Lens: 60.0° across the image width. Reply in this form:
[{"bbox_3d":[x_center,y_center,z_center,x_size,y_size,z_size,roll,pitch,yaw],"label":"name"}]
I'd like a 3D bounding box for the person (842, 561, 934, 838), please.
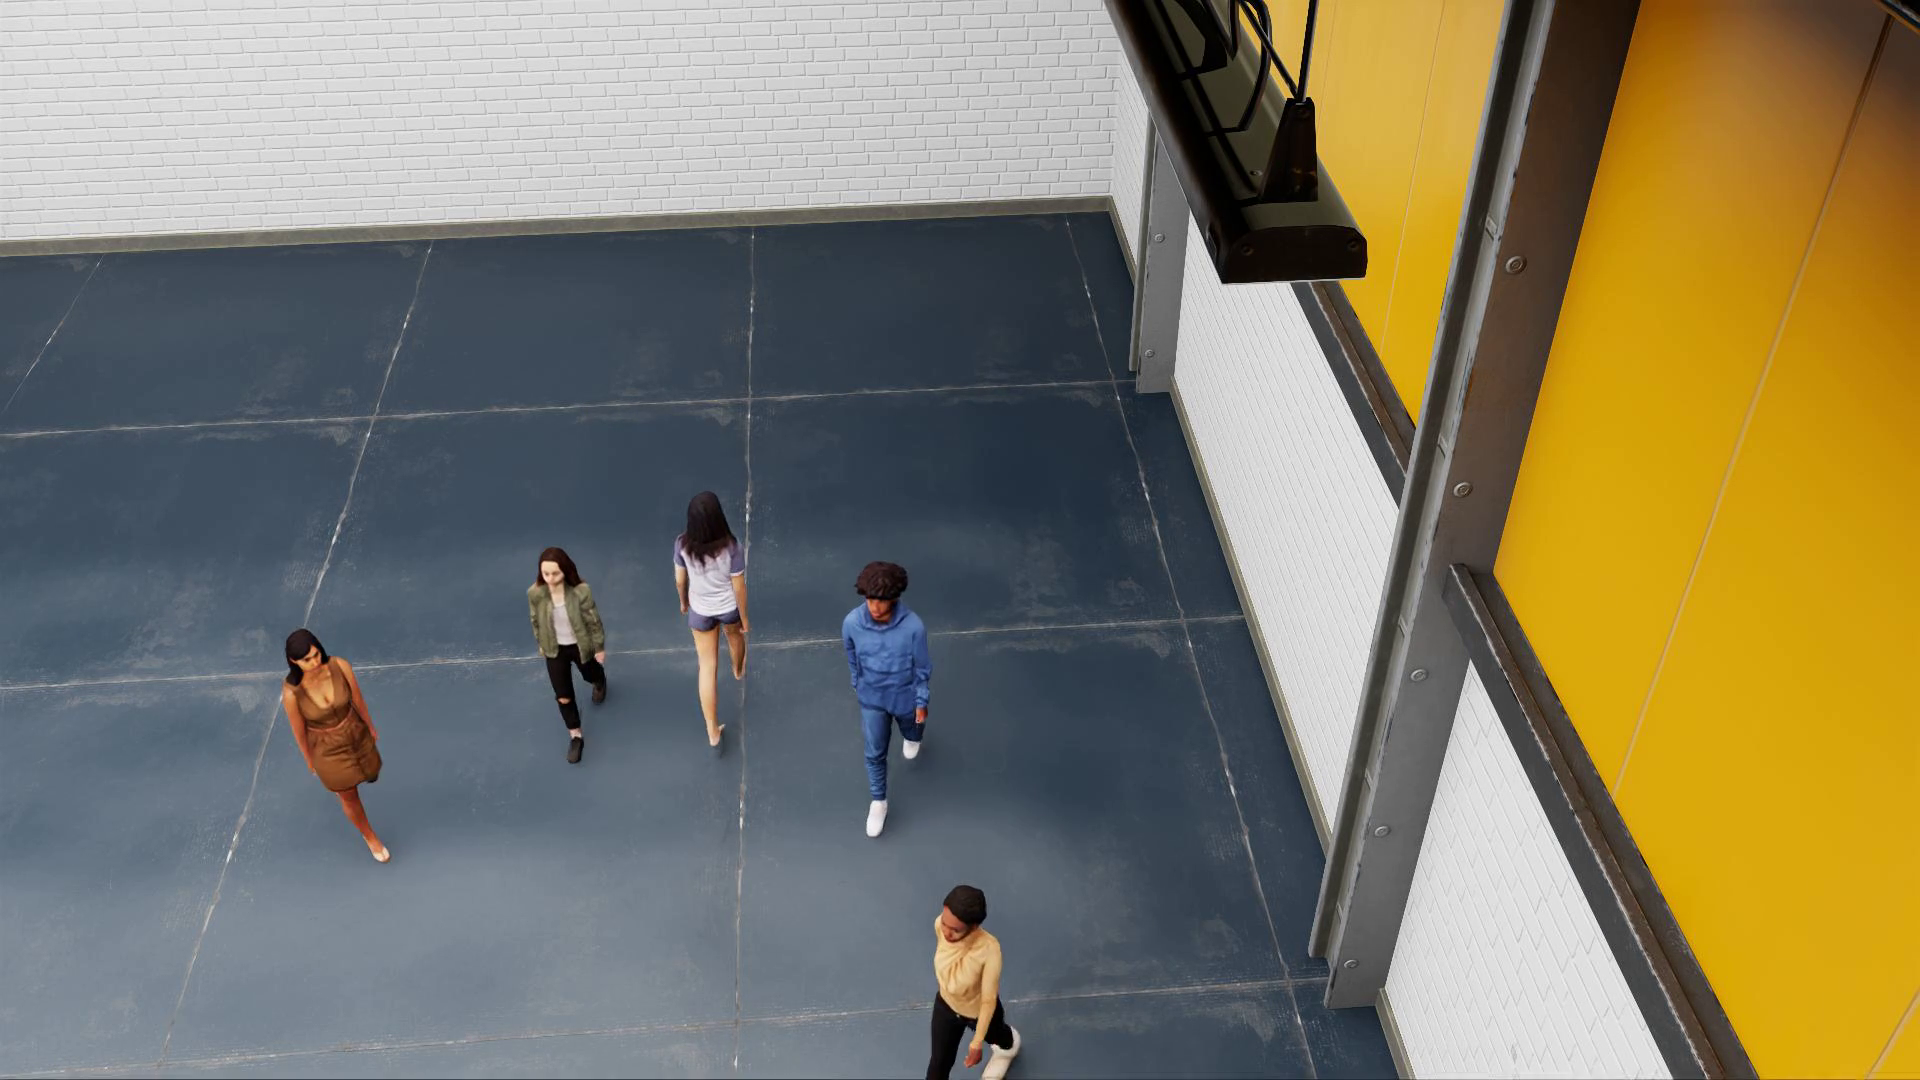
[{"bbox_3d":[-0.376,0.817,9.662,0.844,1.785,1.163,5,39,6],"label":"person"}]

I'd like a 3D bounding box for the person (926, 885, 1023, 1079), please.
[{"bbox_3d":[0.101,2.214,8.047,1.033,1.617,1.152,24,45,27],"label":"person"}]

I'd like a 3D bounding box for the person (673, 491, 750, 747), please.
[{"bbox_3d":[-1.507,0.491,10.146,0.657,1.689,1.143,0,39,0],"label":"person"}]

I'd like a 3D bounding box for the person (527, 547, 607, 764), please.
[{"bbox_3d":[-2.368,0.612,10.185,0.628,1.452,0.967,-1,39,-1],"label":"person"}]

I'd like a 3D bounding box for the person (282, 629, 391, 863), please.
[{"bbox_3d":[-3.535,1.113,9.379,0.962,1.675,0.878,32,48,33],"label":"person"}]
